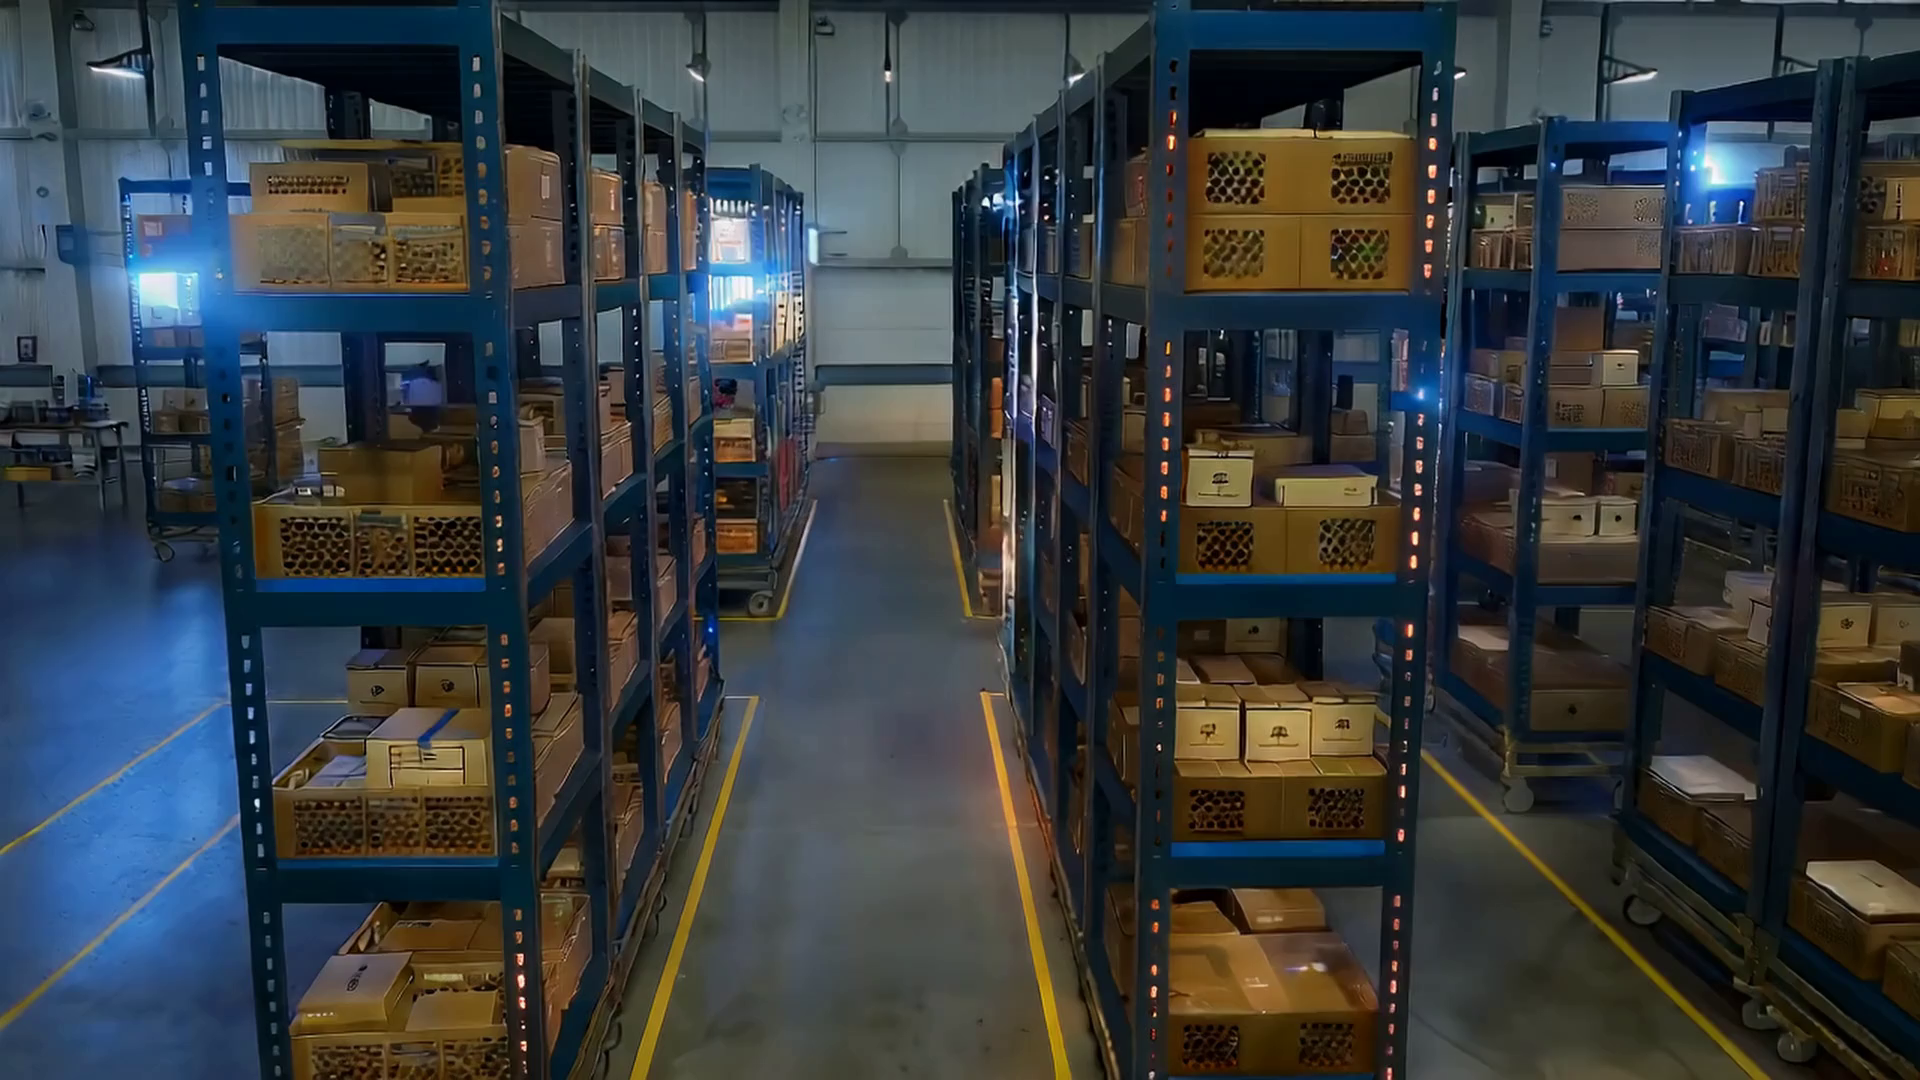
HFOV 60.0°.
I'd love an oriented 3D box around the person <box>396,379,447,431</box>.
[{"bbox_3d":[-3.805,-0.158,12.101,0.478,2.029,0.654,-4,11,-19],"label":"person"}]
